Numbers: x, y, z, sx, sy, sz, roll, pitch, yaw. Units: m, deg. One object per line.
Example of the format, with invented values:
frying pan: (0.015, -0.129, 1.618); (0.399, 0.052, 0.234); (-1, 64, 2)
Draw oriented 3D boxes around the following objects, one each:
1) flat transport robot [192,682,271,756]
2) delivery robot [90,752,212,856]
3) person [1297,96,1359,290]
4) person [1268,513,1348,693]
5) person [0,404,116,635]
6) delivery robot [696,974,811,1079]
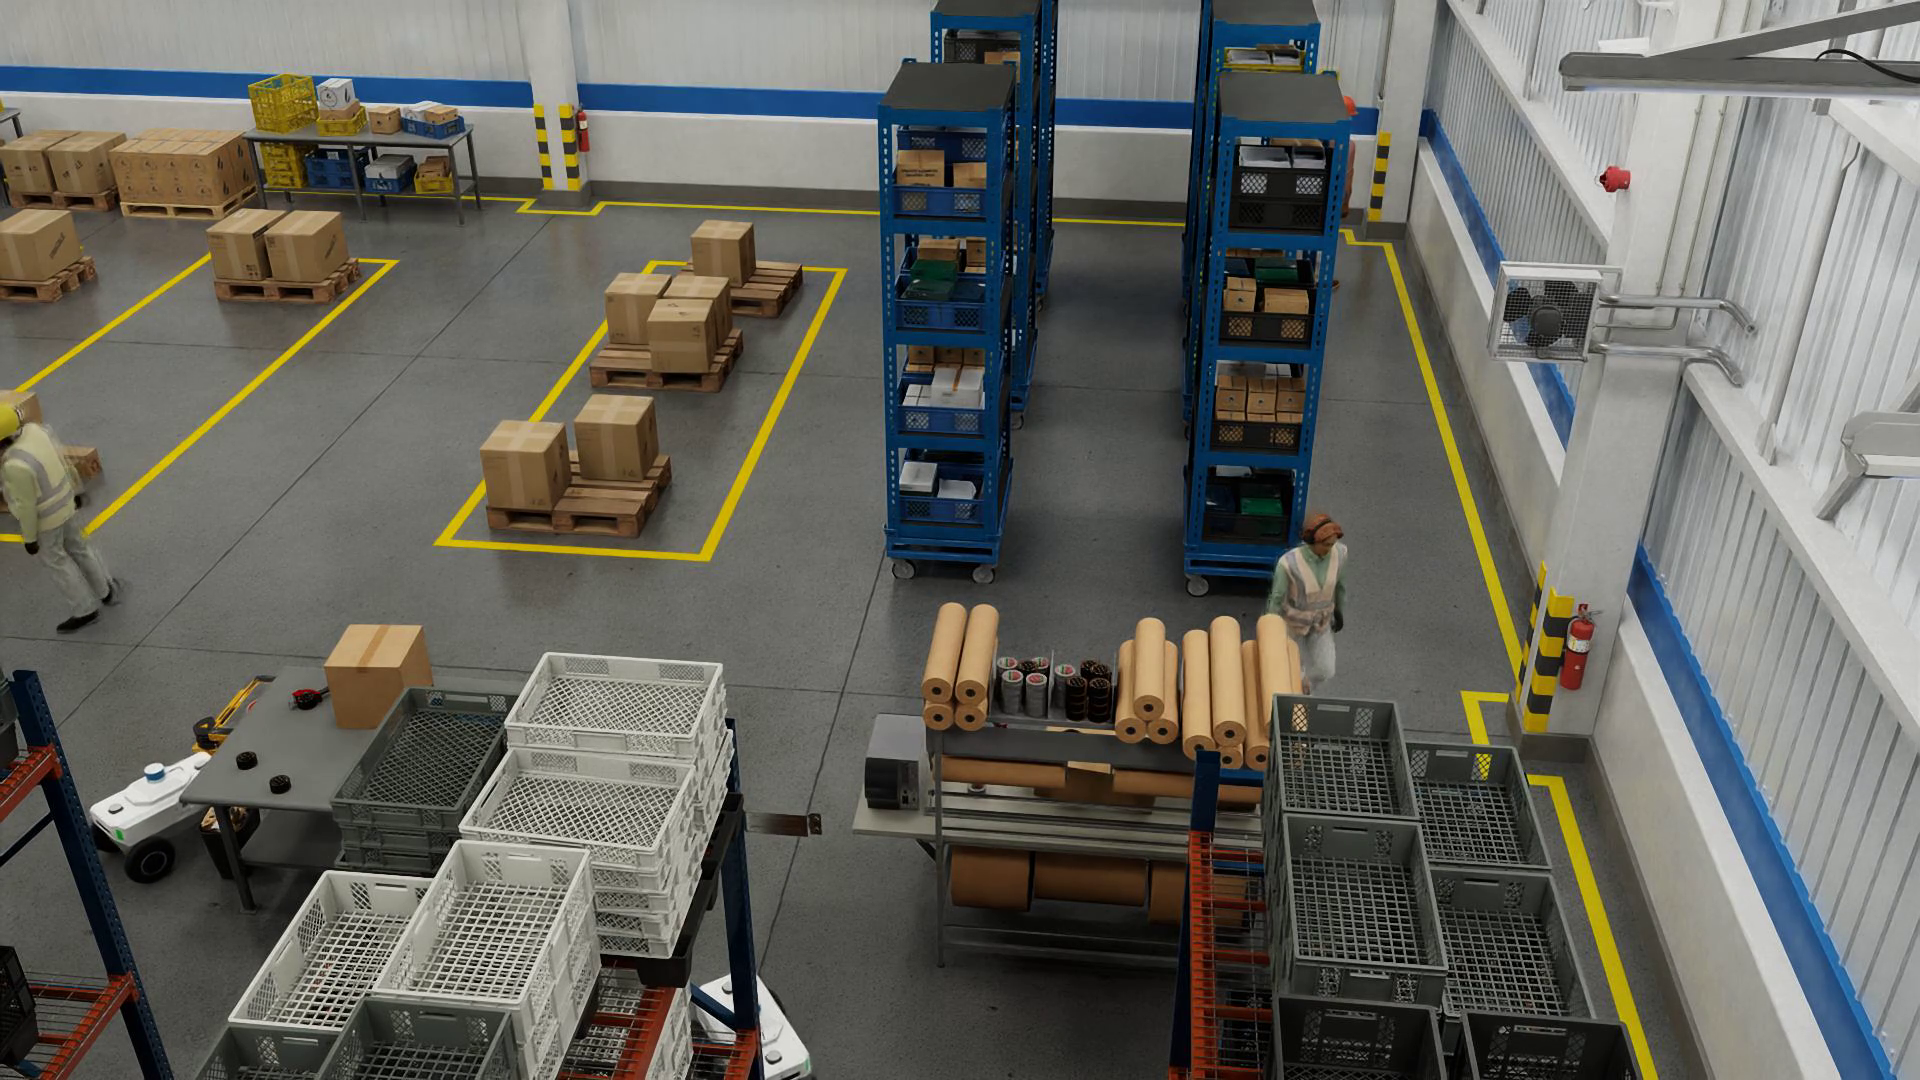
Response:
flat transport robot: (-4.089, 1.163, 10.648); (1.431, 0.197, 0.652); (3, 30, 6)
delivery robot: (-4.628, 1.517, 9.670); (0.477, 0.478, 0.707); (23, 37, 34)
person: (3.810, -3.575, 17.108); (0.428, 1.981, 0.635); (-15, 33, -23)
person: (2.152, 0.535, 10.390); (0.588, 1.617, 0.395); (-11, 32, -18)
person: (-6.315, -0.212, 11.522); (0.428, 1.781, 0.740); (-4, 30, -6)
delivery robot: (-1.011, 2.425, 8.110); (0.477, 0.478, 0.707); (-16, 34, -26)
